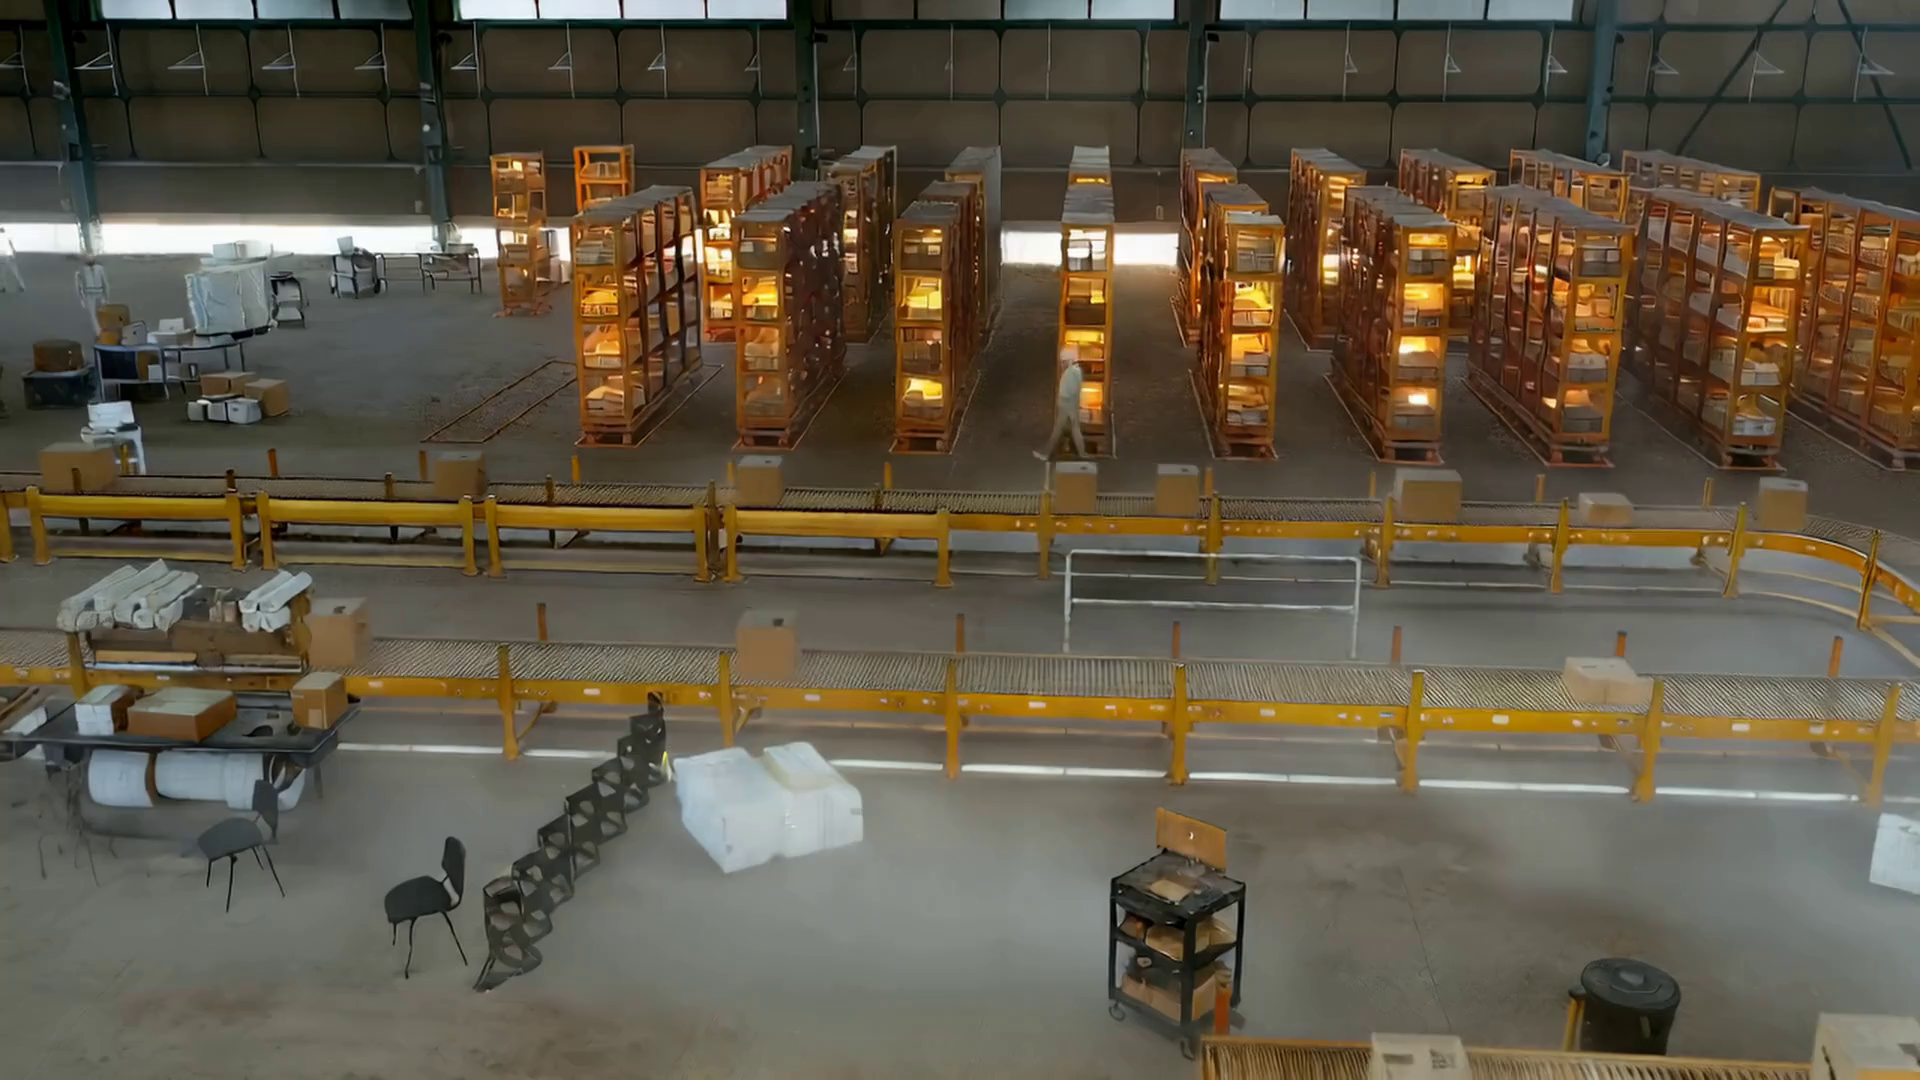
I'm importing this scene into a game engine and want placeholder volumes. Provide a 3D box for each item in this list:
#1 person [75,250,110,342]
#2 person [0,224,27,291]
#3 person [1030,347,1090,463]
[{"bbox_3d":[-17.972,-5.066,34.479,0.686,1.932,0.607,14,23,38],"label":"person"},{"bbox_3d":[-23.367,-6.954,40.837,0.948,1.697,0.615,6,19,19],"label":"person"},{"bbox_3d":[1.554,-1.997,24.976,0.916,1.781,0.603,6,18,18],"label":"person"}]
